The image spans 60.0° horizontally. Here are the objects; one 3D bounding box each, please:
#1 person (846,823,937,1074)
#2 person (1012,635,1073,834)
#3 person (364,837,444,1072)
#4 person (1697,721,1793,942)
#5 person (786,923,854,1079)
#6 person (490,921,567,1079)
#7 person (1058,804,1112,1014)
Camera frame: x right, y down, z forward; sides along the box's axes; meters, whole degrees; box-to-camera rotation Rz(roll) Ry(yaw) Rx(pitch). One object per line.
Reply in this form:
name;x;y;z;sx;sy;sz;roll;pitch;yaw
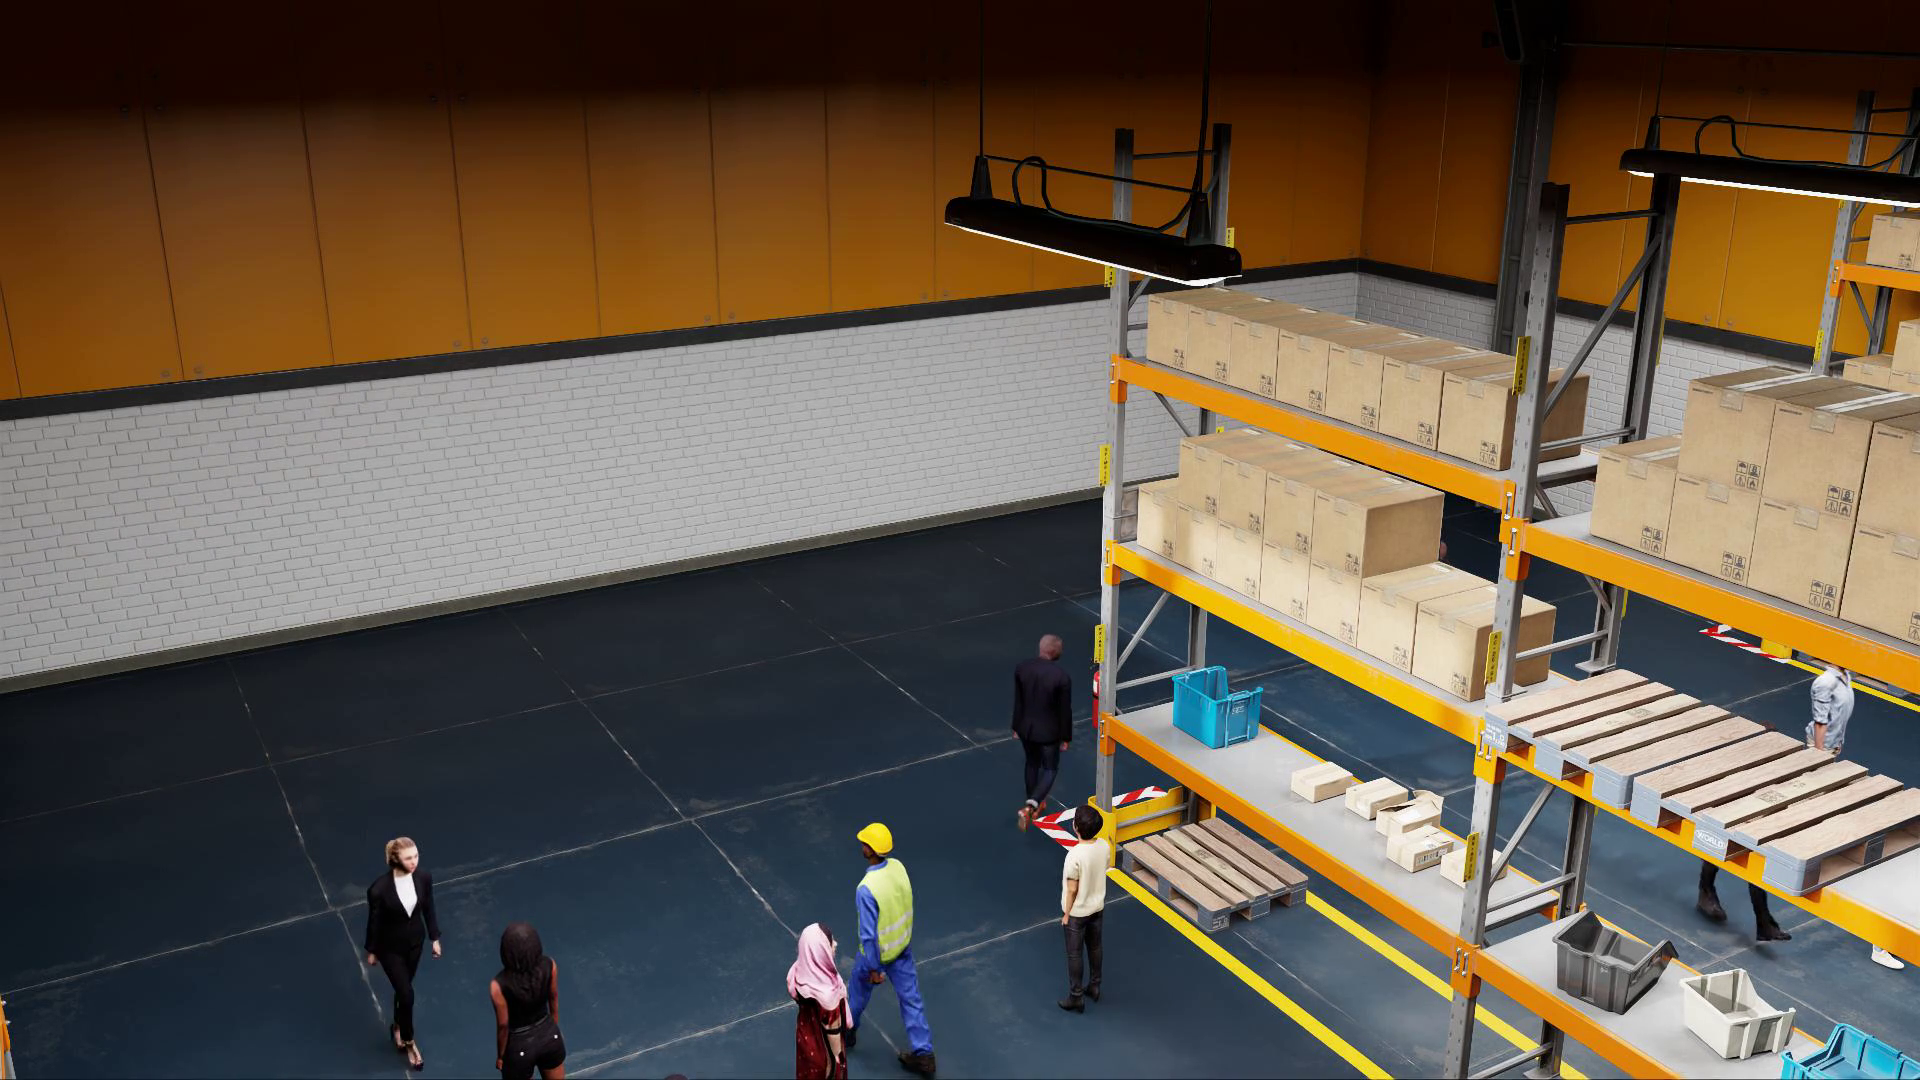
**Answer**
person;-0.441;2.749;11.097;1.274;1.772;0.966;14;23;36
person;0.652;1.683;14.239;1.093;1.789;1.086;9;20;24
person;-3.844;2.739;11.280;0.832;1.674;0.761;16;25;40
person;5.971;2.190;12.835;0.786;1.724;1.130;-6;20;-17
person;-0.856;3.095;10.282;0.732;1.637;0.553;-9;20;-24
person;-2.613;3.096;10.116;0.647;1.740;0.592;-18;25;-42
person;0.879;2.607;11.809;0.635;1.587;0.550;-16;25;-40
